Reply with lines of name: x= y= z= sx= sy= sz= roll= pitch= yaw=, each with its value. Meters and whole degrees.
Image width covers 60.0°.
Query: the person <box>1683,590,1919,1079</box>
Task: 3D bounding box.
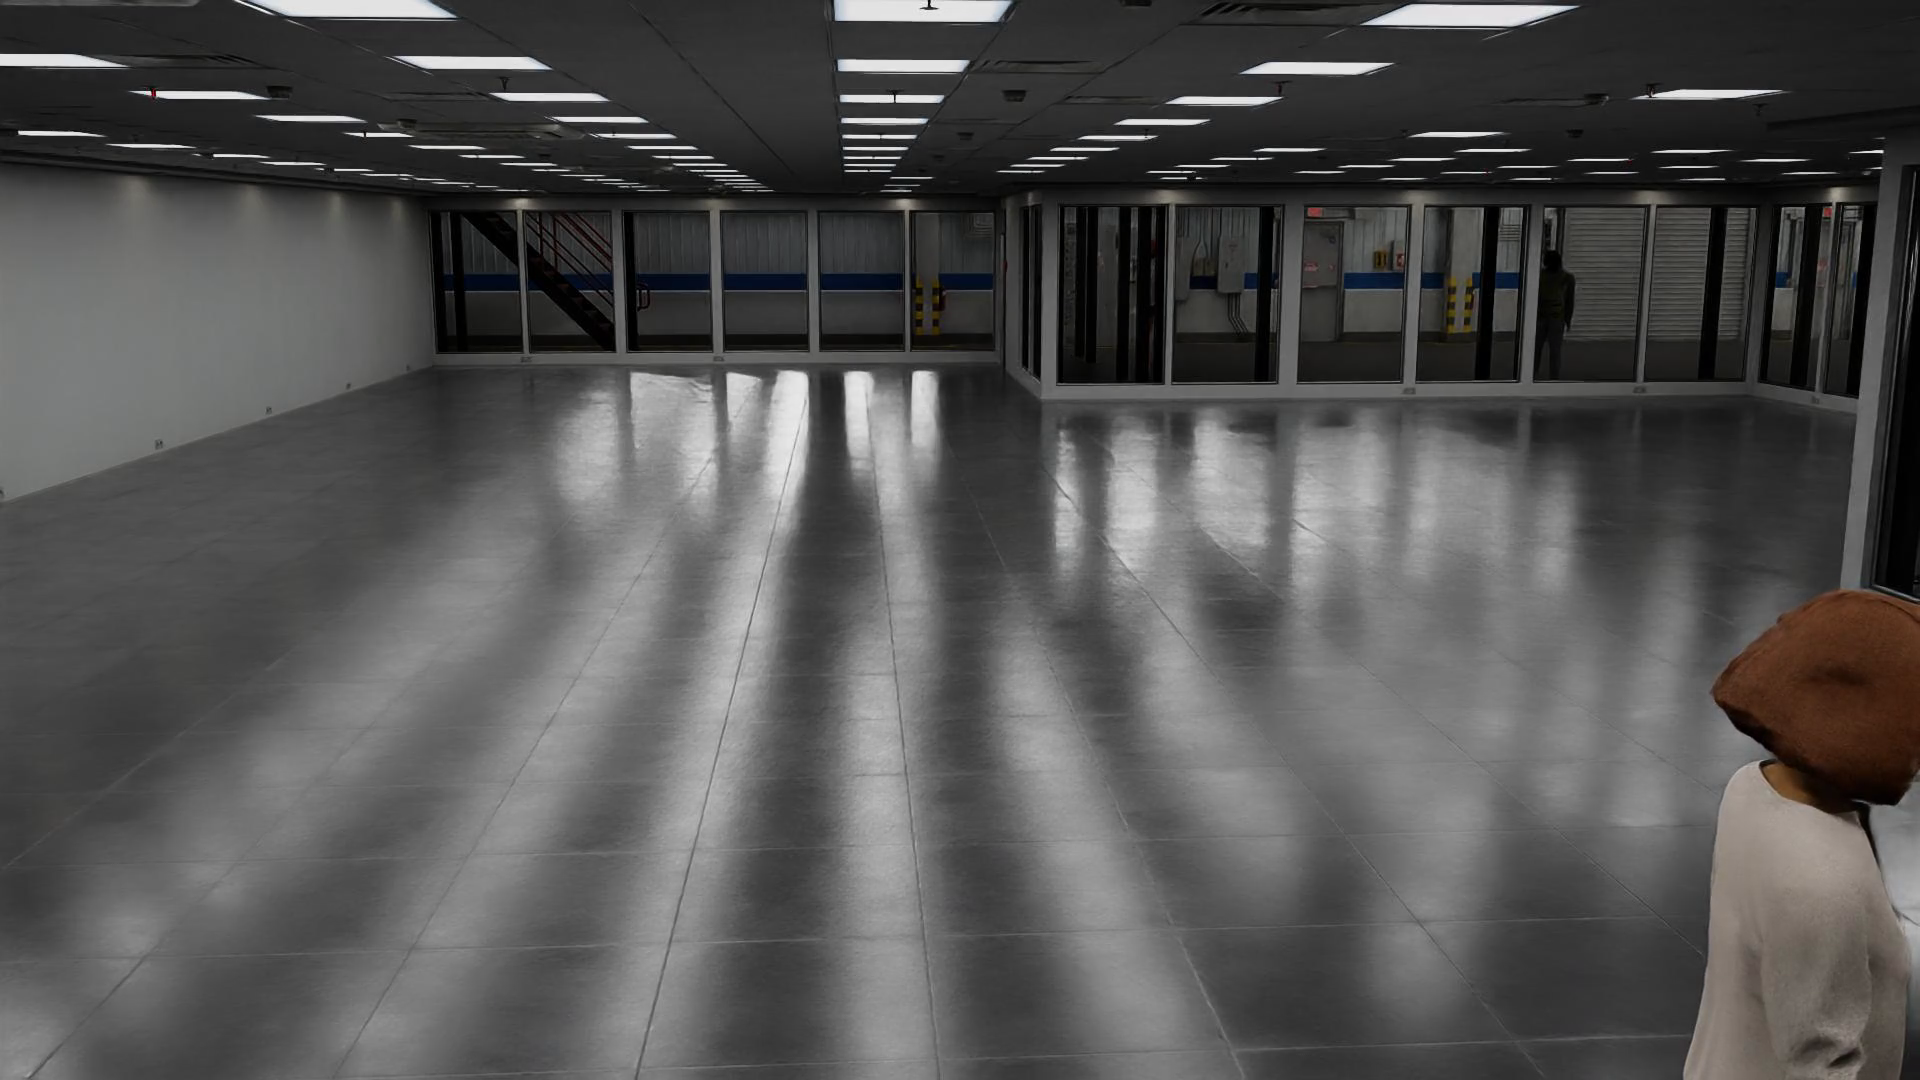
person: x=1.120 y=0.865 z=2.259 sx=0.282 sy=1.633 sz=0.499 roll=3 pitch=11 yaw=15
